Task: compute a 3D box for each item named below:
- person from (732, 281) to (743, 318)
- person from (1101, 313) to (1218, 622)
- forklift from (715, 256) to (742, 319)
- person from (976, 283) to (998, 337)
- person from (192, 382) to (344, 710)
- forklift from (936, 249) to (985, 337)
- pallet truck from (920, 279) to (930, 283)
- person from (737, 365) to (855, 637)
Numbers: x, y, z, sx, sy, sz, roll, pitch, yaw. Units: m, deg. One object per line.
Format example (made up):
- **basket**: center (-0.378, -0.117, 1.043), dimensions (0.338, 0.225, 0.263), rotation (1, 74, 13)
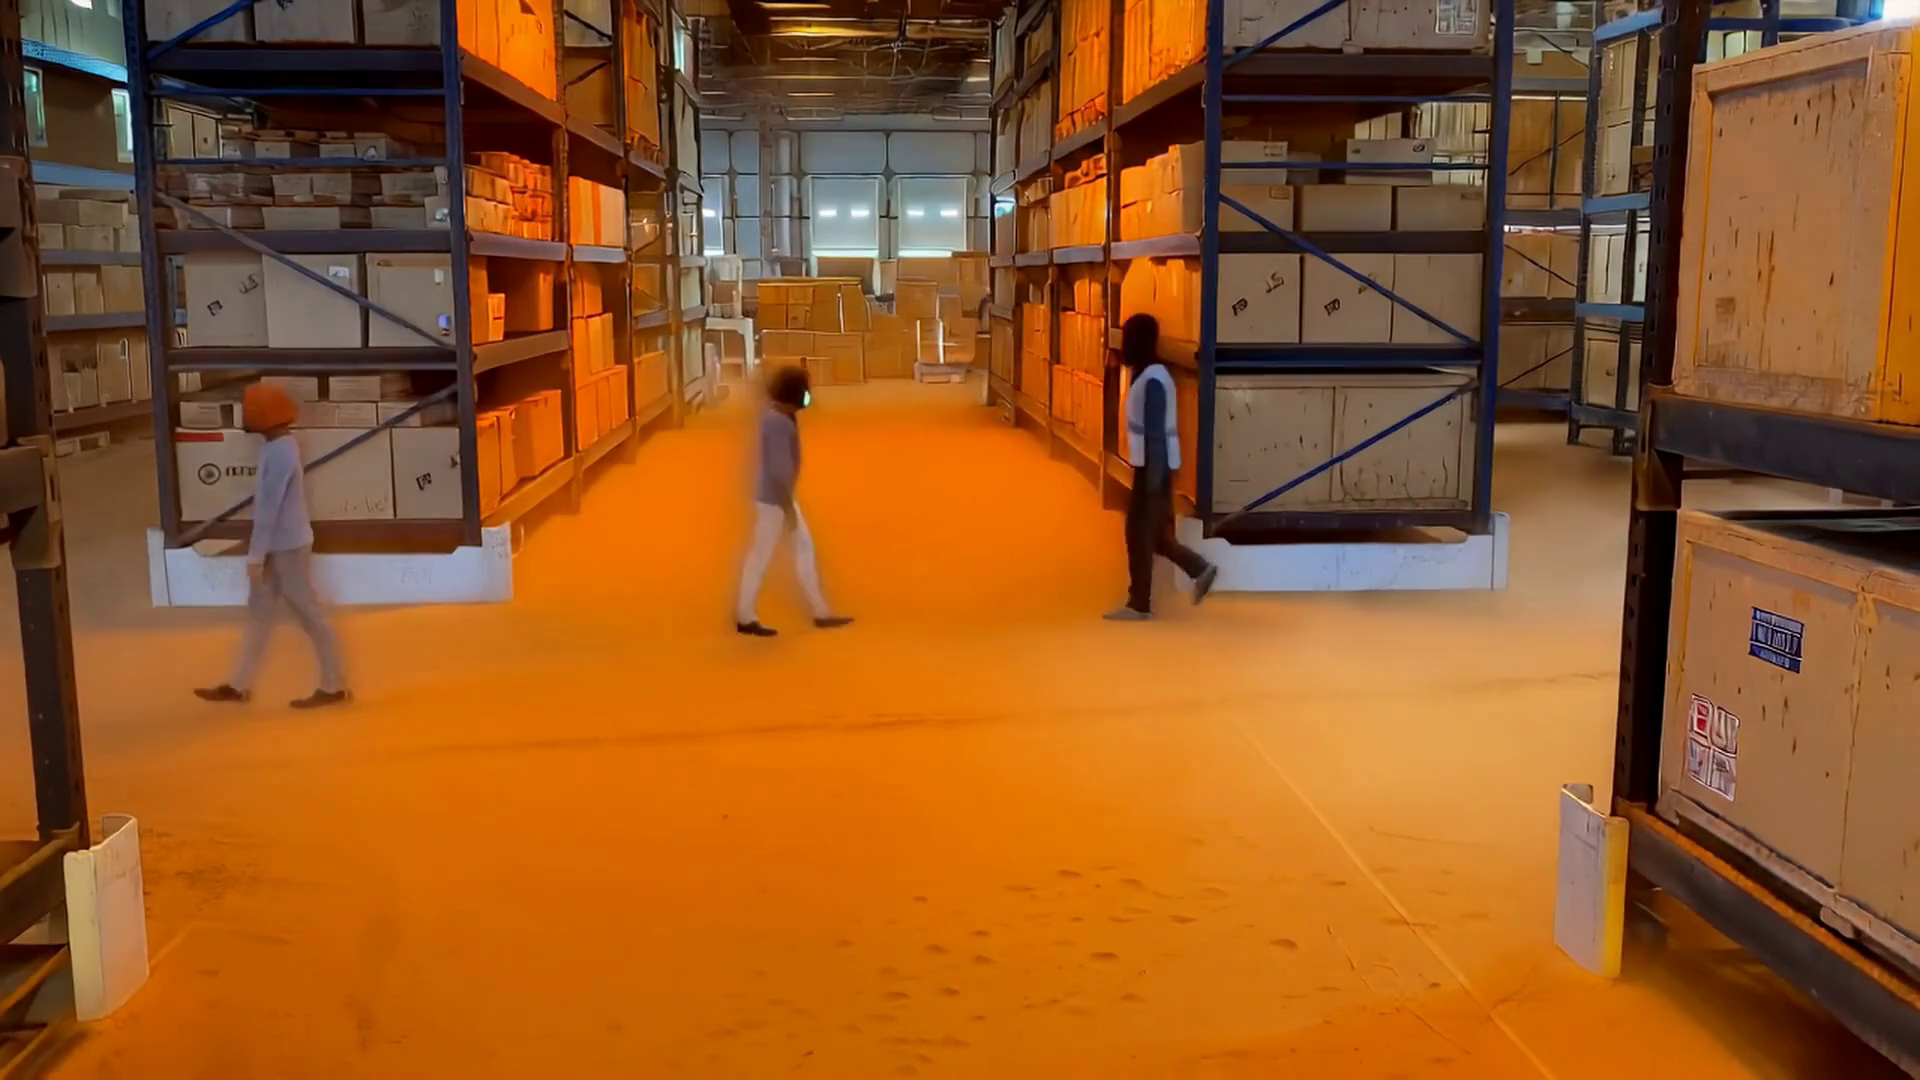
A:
- **person**: center (-7.117, -7.448, 54.044), dimensions (0.627, 1.941, 0.371), rotation (5, 10, 27)
- **person**: center (1.227, -0.432, 10.157), dimensions (0.645, 1.899, 0.612), rotation (0, 9, 0)
- **forklift**: center (-8.574, -9.187, 62.019), dimensions (1.129, 2.768, 1.873), rotation (-1, 9, -4)
- **person**: center (0.702, -4.281, 34.050), dimensions (0.797, 1.964, 0.641), rotation (8, 12, 41)
- **person**: center (-3.382, 0.048, 7.999), dimensions (0.775, 1.597, 0.527), rotation (-3, 10, -19)
- **forklift**: center (0.202, -6.630, 45.958), dimensions (1.129, 2.768, 1.873), rotation (5, 10, 29)
- **pallet truck**: center (-0.932, -8.922, 63.114), dimensions (1.885, 1.965, 0.823), rotation (2, 9, 13)
- **person**: center (-0.968, -0.213, 9.673), dimensions (0.787, 1.593, 0.530), rotation (1, 9, 7)
